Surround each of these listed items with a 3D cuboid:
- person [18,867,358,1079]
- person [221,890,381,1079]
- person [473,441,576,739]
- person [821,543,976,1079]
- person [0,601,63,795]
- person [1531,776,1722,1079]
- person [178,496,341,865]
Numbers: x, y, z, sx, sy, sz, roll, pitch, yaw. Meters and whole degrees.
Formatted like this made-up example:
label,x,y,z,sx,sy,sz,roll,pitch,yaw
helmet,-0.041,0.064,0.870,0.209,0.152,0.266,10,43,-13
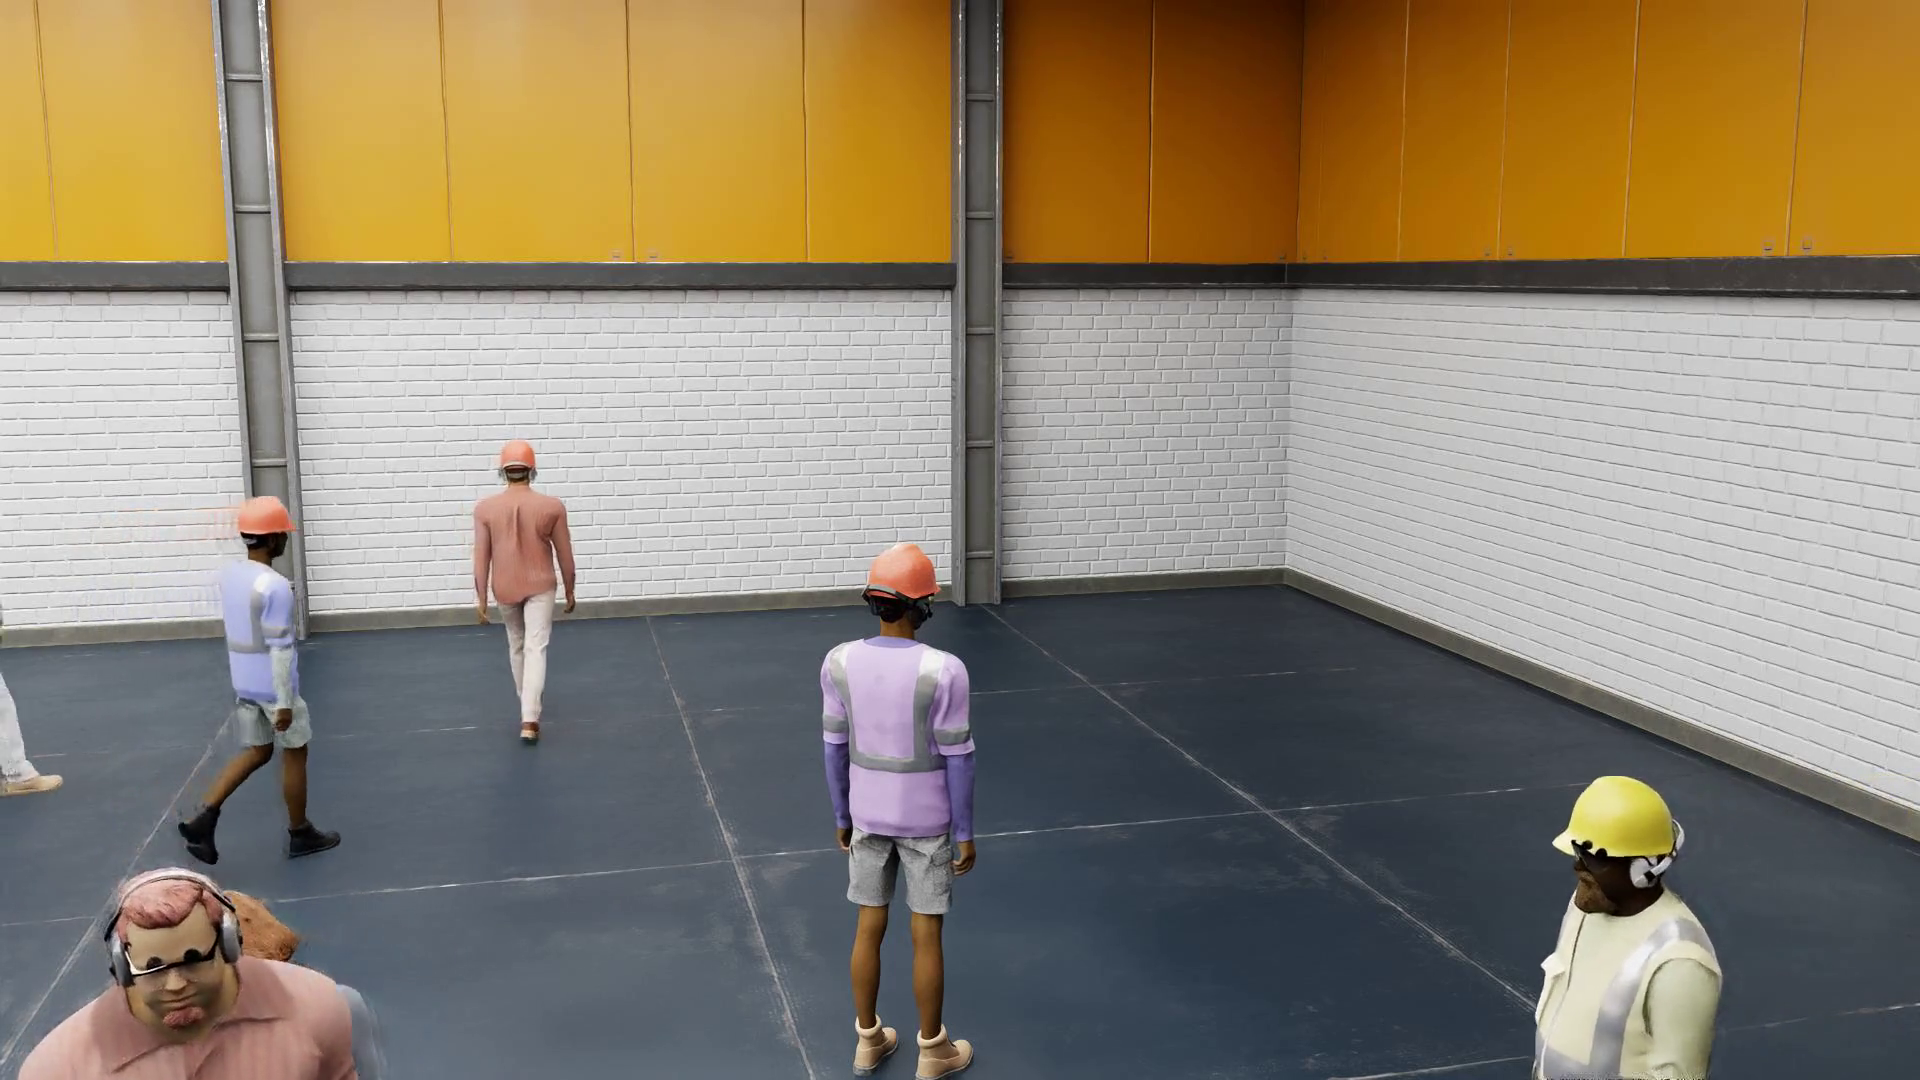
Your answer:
label,x,y,z,sx,sy,sz,roll,pitch,yaw
person,-1.506,1.563,3.367,0.663,1.884,0.498,-5,10,-28
person,-1.616,1.605,3.958,0.546,1.601,0.394,-5,10,-27
person,-2.872,0.315,11.002,0.631,1.949,1.027,-1,9,-4
person,-0.215,1.026,6.233,0.608,2.044,0.371,4,10,23
person,-5.731,0.642,9.424,0.954,1.798,0.616,-8,12,-41
person,1.762,1.469,4.234,0.761,1.806,0.600,-1,9,-4
person,-3.573,0.733,8.451,0.552,1.923,0.726,6,11,34
